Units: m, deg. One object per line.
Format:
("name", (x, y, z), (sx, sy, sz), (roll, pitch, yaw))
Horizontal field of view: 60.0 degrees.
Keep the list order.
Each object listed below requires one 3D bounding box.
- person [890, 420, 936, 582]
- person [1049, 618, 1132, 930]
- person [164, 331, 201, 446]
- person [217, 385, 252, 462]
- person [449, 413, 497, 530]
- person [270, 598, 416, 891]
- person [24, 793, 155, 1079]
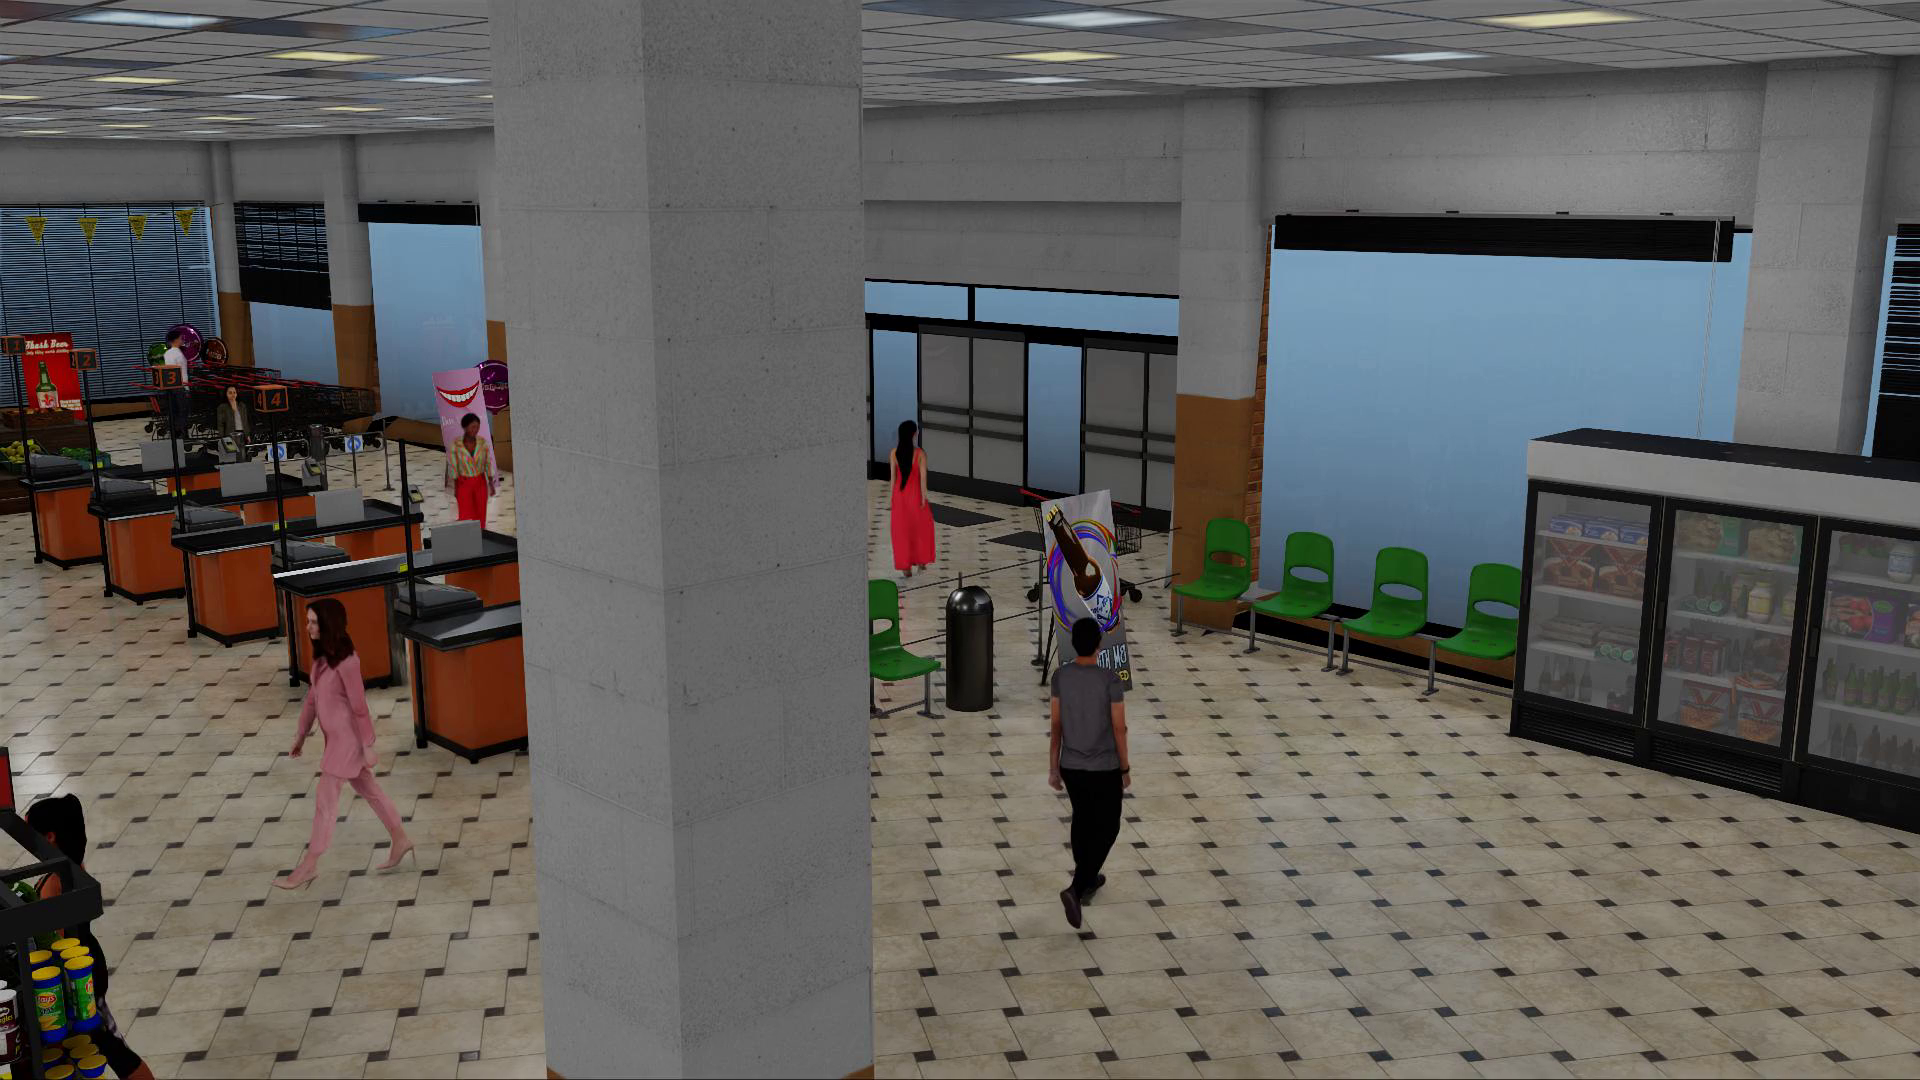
("person", (-0.572, -0.409, 17.738), (0.837, 1.713, 0.925), (2, 12, 11))
("person", (0.713, 1.325, 9.462), (0.770, 1.730, 1.096), (7, 14, 31))
("person", (-12.860, -2.511, 27.341), (0.656, 1.869, 0.615), (8, 14, 34))
("person", (-10.100, -1.406, 23.175), (0.654, 1.424, 0.443), (10, 16, 40))
("person", (-5.297, -0.484, 18.044), (1.112, 1.734, 0.838), (-7, 14, -30))
("person", (-3.581, 1.208, 9.967), (1.136, 1.751, 0.728), (-9, 15, -36))
("person", (-3.694, 1.881, 7.089), (1.130, 1.619, 0.820), (-6, 13, -27))
